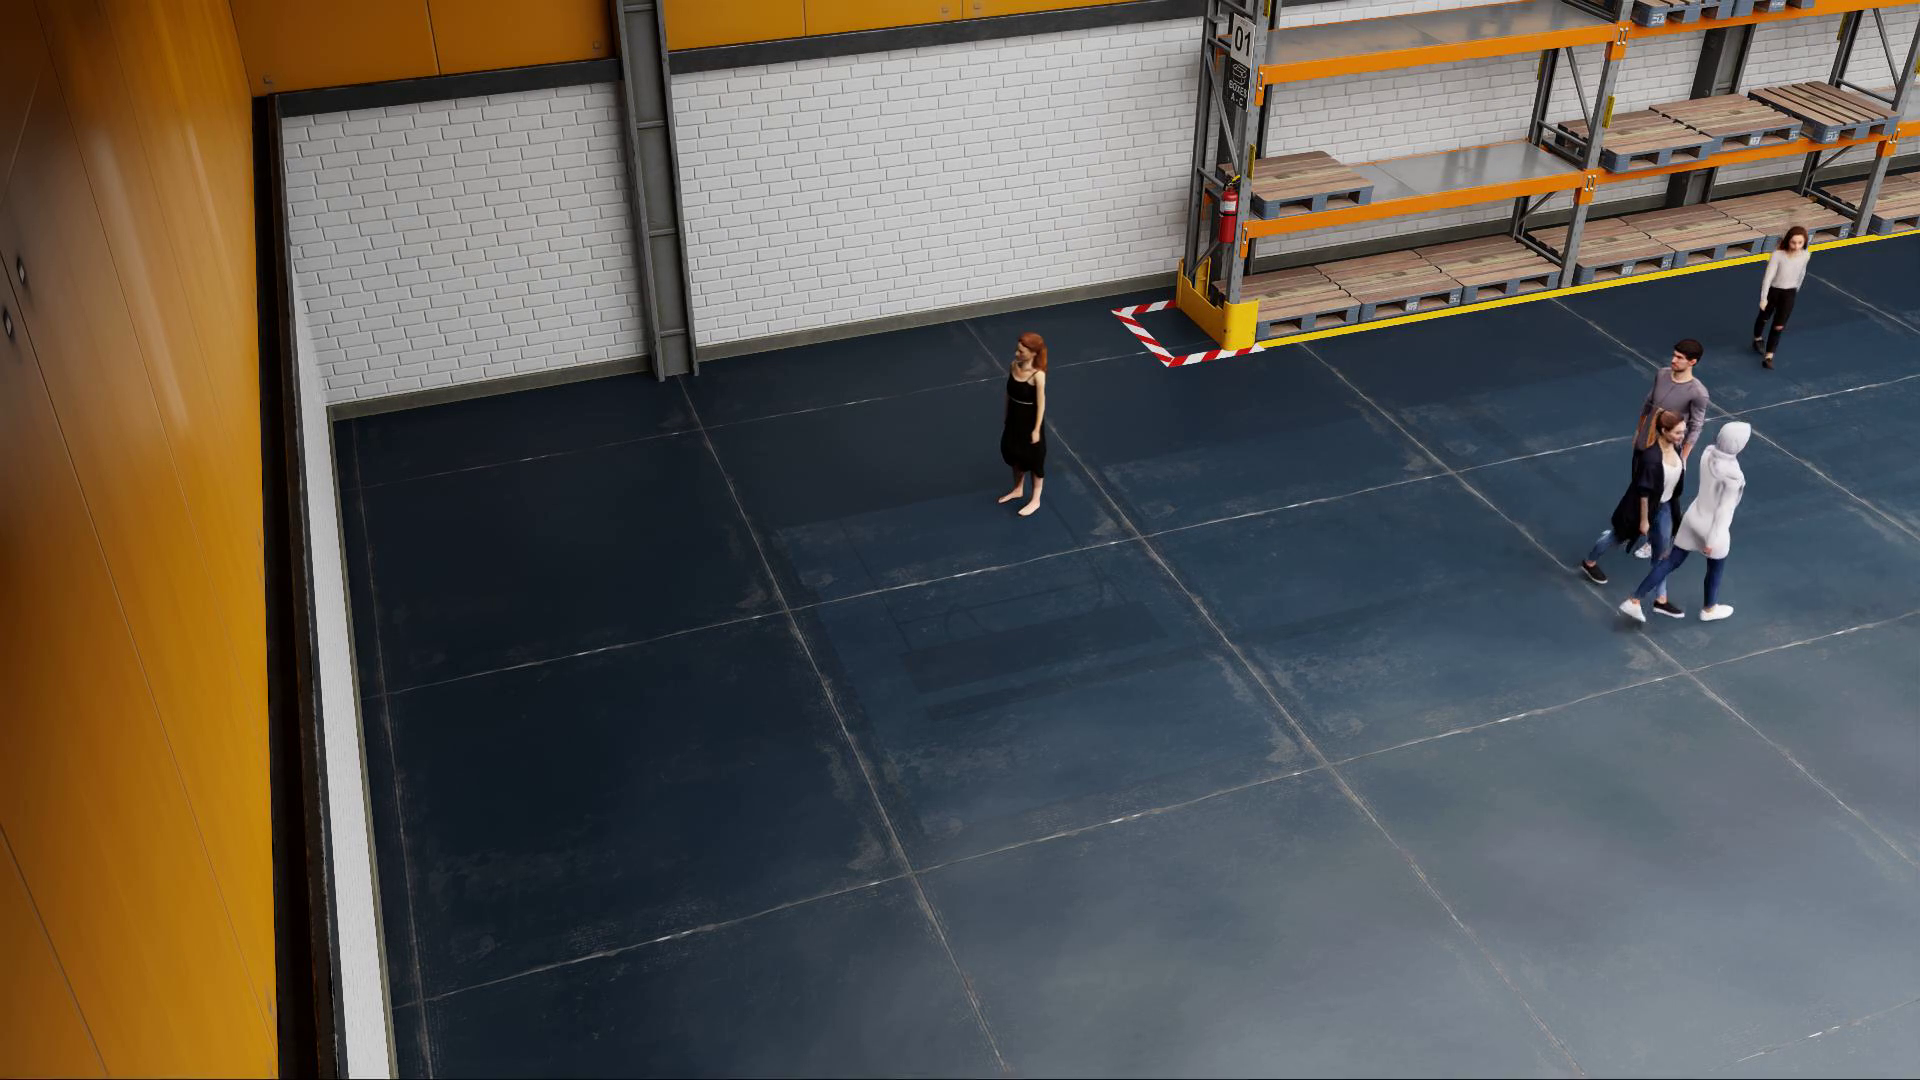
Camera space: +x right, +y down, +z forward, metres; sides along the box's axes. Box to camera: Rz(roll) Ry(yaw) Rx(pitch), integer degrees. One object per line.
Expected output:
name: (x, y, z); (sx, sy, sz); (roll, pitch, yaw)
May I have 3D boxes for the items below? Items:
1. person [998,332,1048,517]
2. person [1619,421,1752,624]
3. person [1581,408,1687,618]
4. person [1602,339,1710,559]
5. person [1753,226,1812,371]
person: (0.549, -0.975, 13.650); (0.655, 1.626, 0.641); (-24, 40, -31)
person: (5.378, -0.089, 12.212); (1.179, 1.742, 0.713); (-7, 34, -11)
person: (5.100, -0.257, 12.564); (1.136, 1.633, 0.896); (-21, 39, -28)
person: (5.536, -0.744, 13.098); (0.576, 1.853, 0.699); (-16, 37, -22)
person: (7.835, -2.374, 15.934); (0.959, 1.427, 0.890); (1, 34, 1)
